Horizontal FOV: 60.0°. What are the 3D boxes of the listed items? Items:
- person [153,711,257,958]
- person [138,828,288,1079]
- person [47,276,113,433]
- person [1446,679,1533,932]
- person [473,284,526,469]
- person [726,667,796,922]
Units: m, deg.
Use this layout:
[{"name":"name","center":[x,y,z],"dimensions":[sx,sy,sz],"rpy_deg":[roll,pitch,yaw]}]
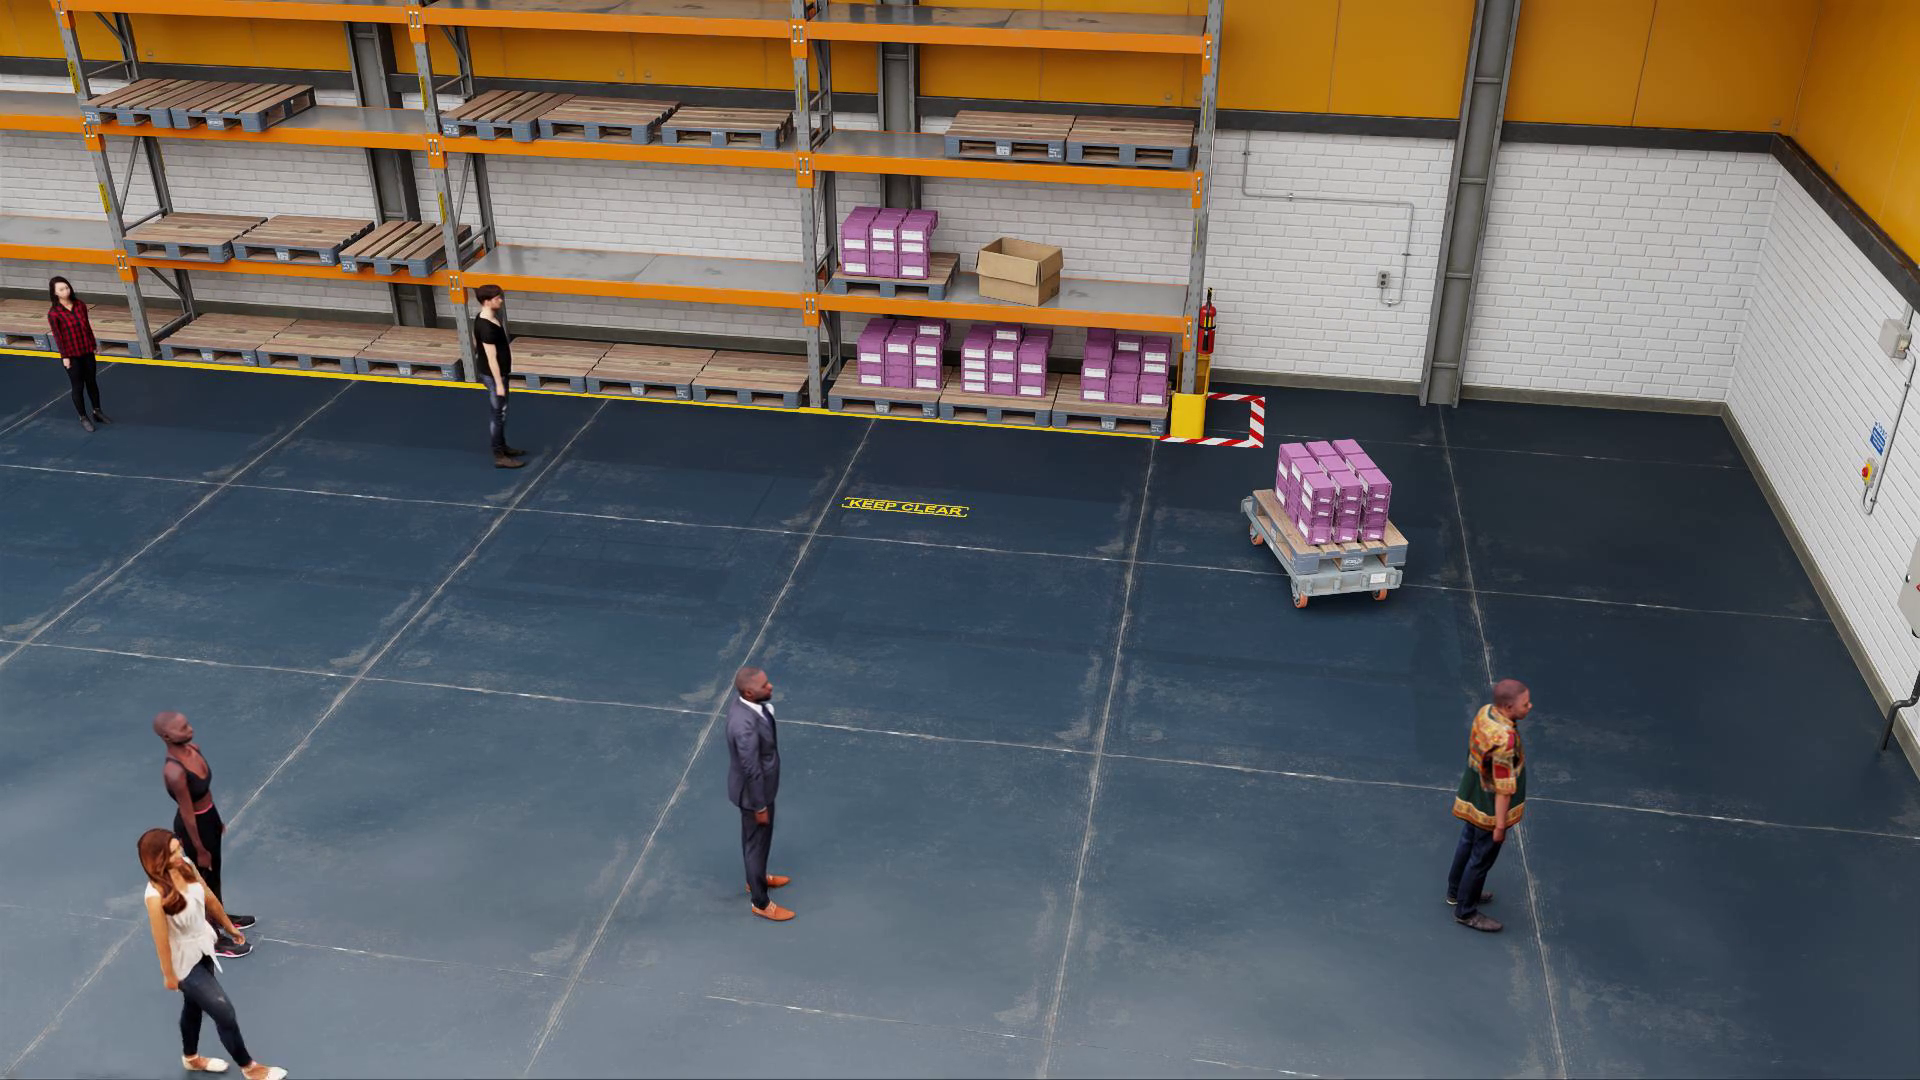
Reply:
[{"name":"person","center":[-4.739,1.800,10.340],"dimensions":[0.651,1.757,0.650],"rpy_deg":[-5,29,-10]},{"name":"person","center":[-4.412,2.341,9.343],"dimensions":[0.928,1.763,0.700],"rpy_deg":[-1,29,-2]},{"name":"person","center":[-9.208,-1.955,17.329],"dimensions":[0.598,1.657,0.639],"rpy_deg":[13,31,22]},{"name":"person","center":[3.355,1.652,10.561],"dimensions":[0.675,1.807,0.710],"rpy_deg":[2,29,4]},{"name":"person","center":[-4.614,-1.636,16.496],"dimensions":[0.720,1.894,0.746],"rpy_deg":[-8,30,-14]},{"name":"person","center":[-1.315,1.589,10.658],"dimensions":[0.717,1.824,0.756],"rpy_deg":[-4,29,-6]}]
